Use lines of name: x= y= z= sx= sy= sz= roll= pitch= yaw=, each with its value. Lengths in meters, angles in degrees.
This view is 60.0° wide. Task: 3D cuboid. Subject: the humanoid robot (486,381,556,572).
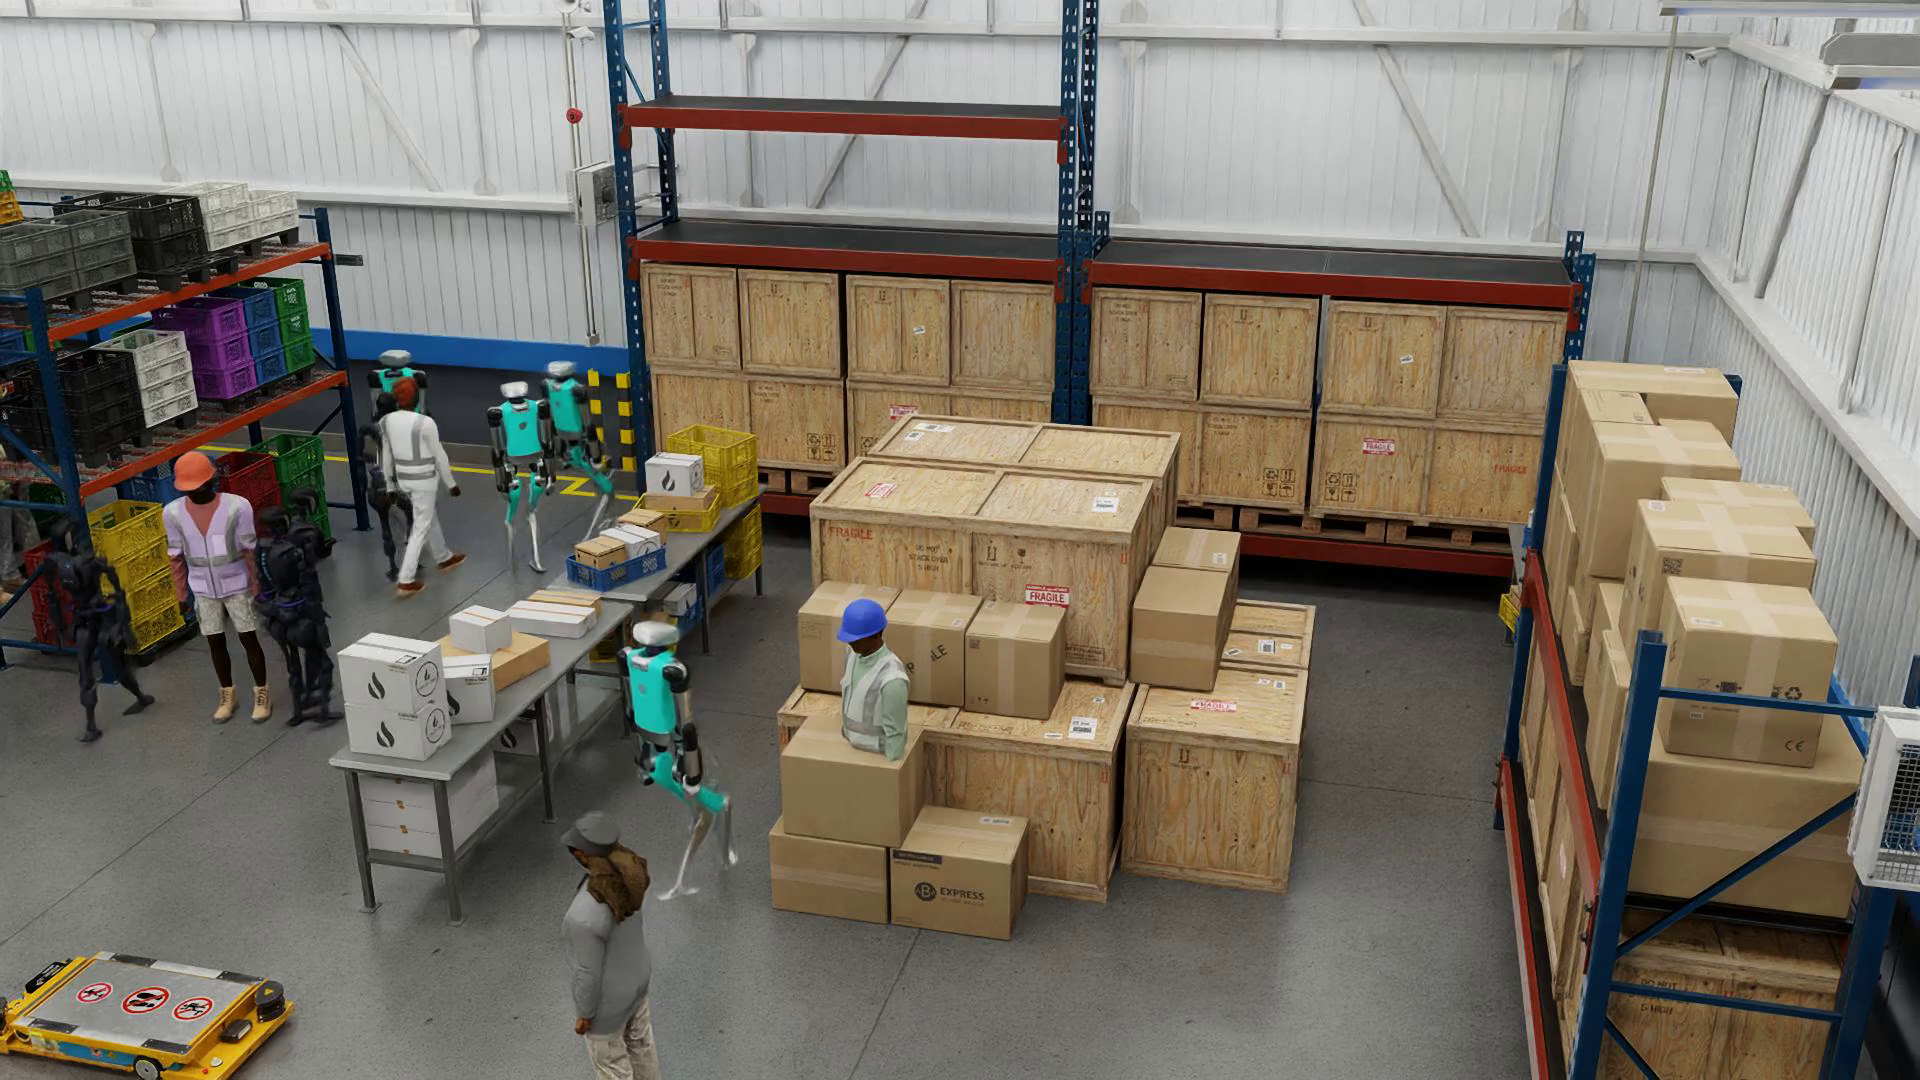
humanoid robot: x=-3.813 y=-0.533 z=14.441 sx=0.540 sy=1.835 sz=0.667 roll=-11 pitch=23 yaw=-26

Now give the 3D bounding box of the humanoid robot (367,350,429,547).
humanoid robot: x=-5.100 y=-0.773 z=15.044 sx=0.541 sy=1.781 sz=0.797 roll=1 pitch=21 yaw=1

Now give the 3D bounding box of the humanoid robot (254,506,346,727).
humanoid robot: x=-4.691 y=0.530 z=11.680 sx=0.601 sy=1.657 sz=0.359 roll=12 pitch=24 yaw=28

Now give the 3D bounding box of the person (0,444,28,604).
person: x=-8.094 y=-0.392 z=13.875 sx=0.431 sy=1.840 sz=0.623 roll=2 pitch=21 yaw=4

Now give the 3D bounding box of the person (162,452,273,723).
person: x=-5.222 y=0.340 z=11.704 sx=0.606 sy=2.029 sz=0.402 roll=-3 pitch=21 yaw=-8

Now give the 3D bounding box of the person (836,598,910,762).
person: x=-0.502 y=1.215 z=9.543 sx=0.417 sy=1.931 sz=0.617 roll=-11 pitch=23 yaw=-26

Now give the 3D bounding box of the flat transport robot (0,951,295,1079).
flat transport robot: x=-4.270 y=2.464 z=8.601 sx=1.431 sy=0.231 sz=0.659 roll=5 pitch=22 yaw=13

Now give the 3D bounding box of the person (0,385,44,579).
person: x=-8.133 y=-0.512 z=14.206 sx=0.403 sy=1.824 sz=0.589 roll=-13 pitch=24 yaw=-30

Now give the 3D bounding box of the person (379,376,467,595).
person: x=-4.600 y=-0.486 z=14.122 sx=0.581 sy=1.845 sz=0.941 roll=12 pitch=24 yaw=28

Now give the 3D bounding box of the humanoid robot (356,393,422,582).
humanoid robot: x=-4.888 y=-0.460 z=14.278 sx=0.588 sy=1.655 sz=0.324 roll=-4 pitch=21 yaw=-10

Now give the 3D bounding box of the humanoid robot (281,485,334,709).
humanoid robot: x=-4.749 y=0.392 z=12.061 sx=0.367 sy=1.641 sz=0.592 roll=-13 pitch=25 yaw=-31

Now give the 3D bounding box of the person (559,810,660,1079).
person: x=-1.588 y=2.035 z=7.618 sx=0.398 sy=1.767 sz=0.574 roll=6 pitch=22 yaw=14

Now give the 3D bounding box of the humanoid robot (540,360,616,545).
humanoid robot: x=-3.340 y=-0.839 z=15.235 sx=0.532 sy=1.785 sz=0.839 roll=12 pitch=24 yaw=29

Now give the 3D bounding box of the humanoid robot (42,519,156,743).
humanoid robot: x=-6.029 y=0.588 z=11.612 sx=0.604 sy=1.630 sz=0.749 roll=2 pitch=21 yaw=5

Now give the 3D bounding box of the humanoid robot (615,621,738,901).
humanoid robot: x=-1.550 y=1.268 z=9.798 sx=0.549 sy=1.863 sz=0.774 roll=15 pitch=26 yaw=34
